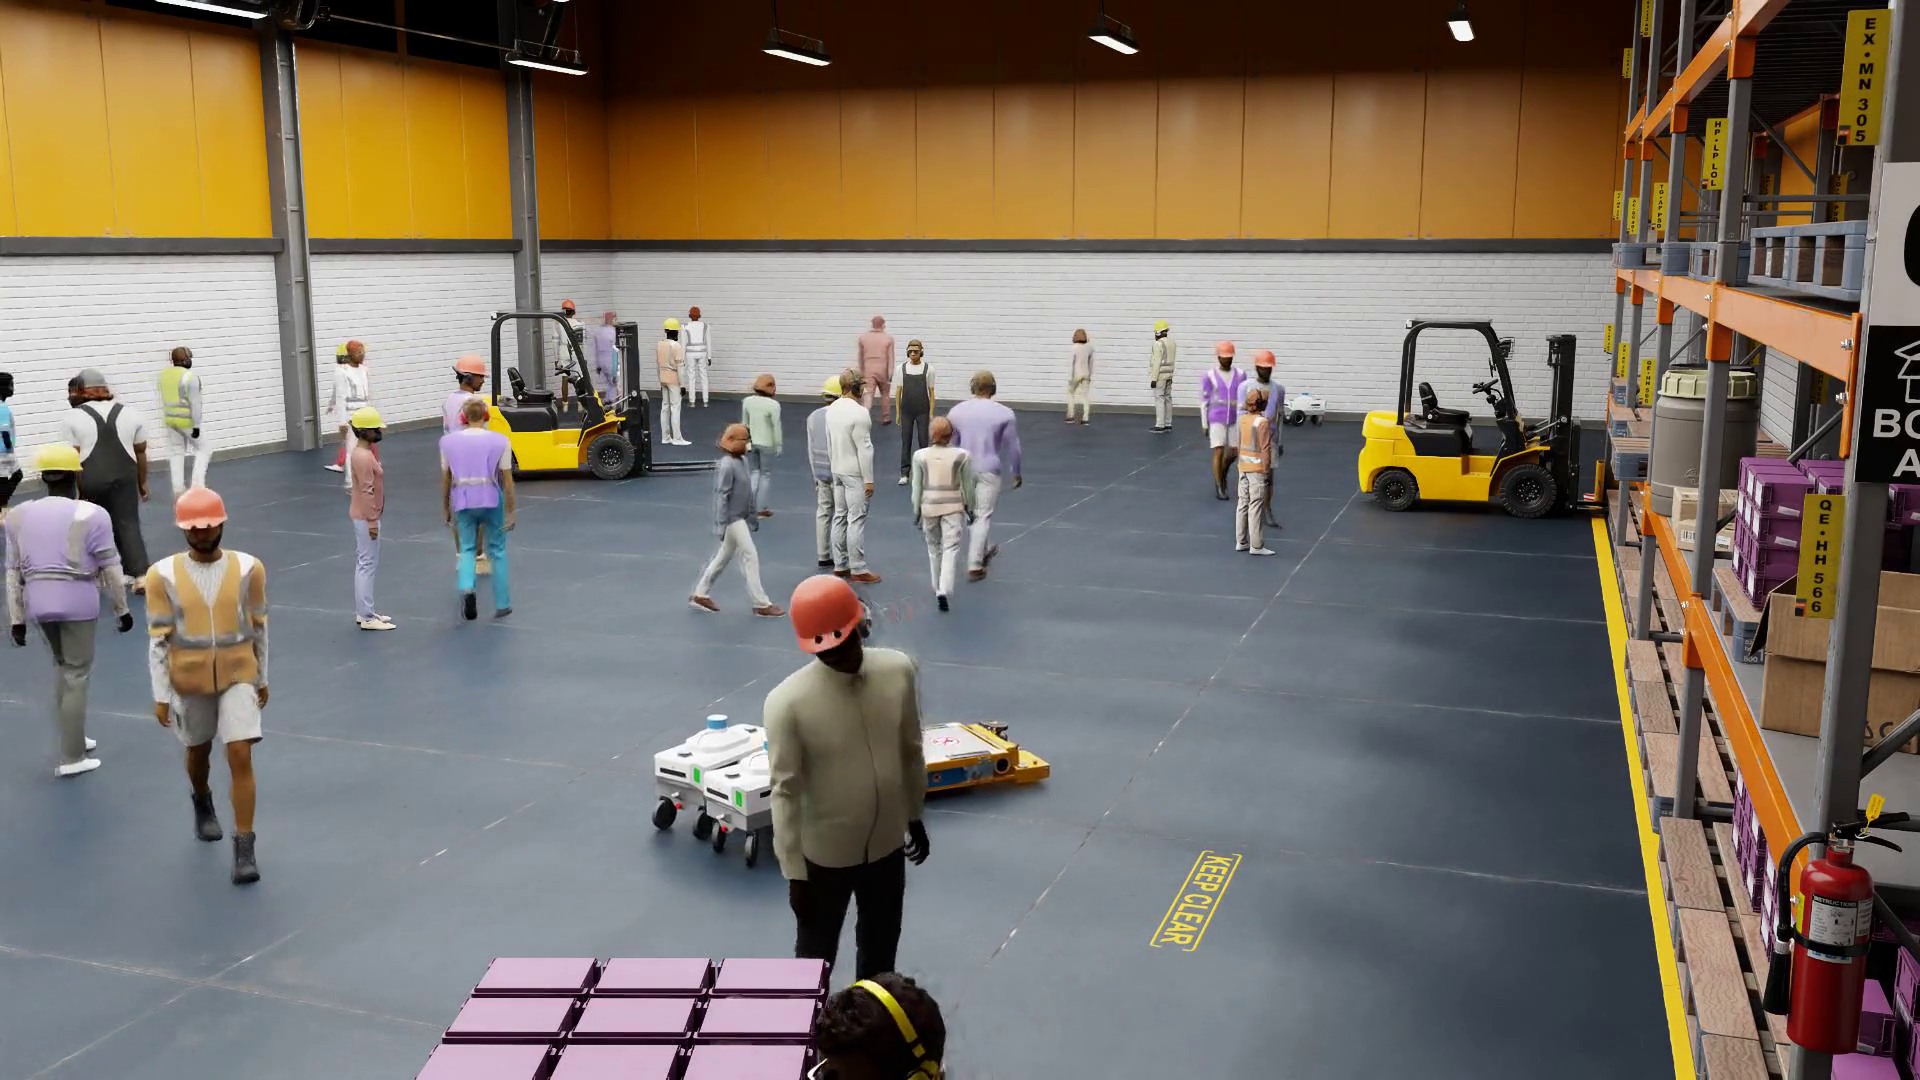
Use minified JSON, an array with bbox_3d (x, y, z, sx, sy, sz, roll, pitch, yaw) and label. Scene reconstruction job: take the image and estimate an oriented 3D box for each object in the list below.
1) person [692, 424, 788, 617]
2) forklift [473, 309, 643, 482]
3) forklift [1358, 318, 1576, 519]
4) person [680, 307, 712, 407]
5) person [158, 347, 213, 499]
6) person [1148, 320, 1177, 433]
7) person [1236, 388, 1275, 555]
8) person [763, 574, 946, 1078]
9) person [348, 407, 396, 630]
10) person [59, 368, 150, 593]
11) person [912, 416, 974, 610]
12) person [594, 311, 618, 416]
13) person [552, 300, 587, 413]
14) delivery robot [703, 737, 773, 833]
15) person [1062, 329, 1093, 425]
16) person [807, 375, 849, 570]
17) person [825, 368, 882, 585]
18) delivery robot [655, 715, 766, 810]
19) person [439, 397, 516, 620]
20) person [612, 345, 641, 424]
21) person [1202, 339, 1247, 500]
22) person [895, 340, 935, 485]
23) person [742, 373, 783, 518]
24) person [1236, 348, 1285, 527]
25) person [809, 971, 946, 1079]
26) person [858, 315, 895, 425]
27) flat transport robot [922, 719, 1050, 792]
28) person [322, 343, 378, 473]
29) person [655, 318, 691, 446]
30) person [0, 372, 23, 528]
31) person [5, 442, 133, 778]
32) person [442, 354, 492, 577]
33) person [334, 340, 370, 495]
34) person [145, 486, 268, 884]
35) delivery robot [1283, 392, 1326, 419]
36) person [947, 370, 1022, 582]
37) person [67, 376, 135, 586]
[{"bbox_3d":[-1.855,-0.168,13.628,0.839,1.593,0.511,2,10,10],"label":"person"},{"bbox_3d":[-5.354,-1.902,21.697,2.313,2.155,1.214,-2,10,-13],"label":"forklift"},{"bbox_3d":[5.787,-1.437,19.079,2.313,2.155,1.214,3,11,19],"label":"forklift"},{"bbox_3d":[-4.944,-3.428,31.167,0.584,1.882,0.337,-4,11,-20],"label":"person"},{"bbox_3d":[-9.268,-1.400,19.931,0.635,1.825,0.511,4,11,21],"label":"person"},{"bbox_3d":[3.258,-2.647,26.922,0.403,1.827,0.601,7,13,36],"label":"person"},{"bbox_3d":[2.888,-0.669,16.318,0.308,1.641,0.511,-4,11,-22],"label":"person"},{"bbox_3d":[-0.338,1.053,5.775,0.726,1.950,0.399,-8,13,-39],"label":"person"},{"bbox_3d":[-4.659,-0.172,13.162,0.320,1.767,0.534,-4,11,-23],"label":"person"},{"bbox_3d":[-7.415,-0.548,14.505,0.697,2.000,0.960,-9,14,-42],"label":"person"},{"bbox_3d":[-0.152,-0.237,13.980,0.518,1.609,0.811,1,10,7],"label":"person"},{"bbox_3d":[-6.046,-3.039,28.963,0.681,1.884,0.448,8,13,38],"label":"person"},{"bbox_3d":[-7.058,-3.322,30.123,0.607,2.044,0.374,-2,10,-9],"label":"person"},{"bbox_3d":[-0.941,1.232,8.400,0.707,0.478,0.477,-10,14,-43],"label":"delivery robot"},{"bbox_3d":[1.988,-2.766,28.208,0.520,1.608,0.681,-5,11,-28],"label":"person"},{"bbox_3d":[-1.140,-0.611,15.455,0.598,1.828,0.404,8,13,38],"label":"person"},{"bbox_3d":[-0.964,-0.571,14.922,0.372,1.940,0.631,-7,12,-35],"label":"person"},{"bbox_3d":[-1.274,1.166,8.773,0.477,0.478,0.707,7,12,33],"label":"delivery robot"},{"bbox_3d":[-3.886,-0.237,13.388,0.617,1.816,0.600,-1,10,-8],"label":"person"},{"bbox_3d":[-5.636,-2.763,28.115,0.511,1.639,0.308,-7,12,-34],"label":"person"},{"bbox_3d":[3.149,-1.448,19.915,0.556,1.919,0.577,-1,10,-8],"label":"person"},{"bbox_3d":[-0.566,-1.607,21.022,0.506,1.846,0.345,1,10,4],"label":"person"},{"bbox_3d":[-2.180,-1.047,18.498,0.519,1.614,0.346,6,12,31],"label":"person"},{"bbox_3d":[3.244,-1.102,17.926,0.551,1.935,0.371,-2,10,-10],"label":"person"},{"bbox_3d":[0.010,1.610,2.938,0.790,1.836,0.545,-8,13,-37],"label":"person"},{"bbox_3d":[-1.402,-2.821,27.806,0.645,1.864,0.967,2,10,9],"label":"person"},{"bbox_3d":[-0.276,1.252,9.352,1.431,0.197,0.652,-5,11,-25],"label":"flat transport robot"},{"bbox_3d":[-8.177,-1.759,22.225,0.538,1.725,0.884,9,14,42],"label":"person"},{"bbox_3d":[-4.362,-2.391,25.203,0.587,1.928,0.363,9,13,41],"label":"person"},{"bbox_3d":[-10.269,-0.956,17.821,0.417,1.672,0.556,-7,12,-35],"label":"person"},{"bbox_3d":[-5.138,0.387,9.636,0.595,1.900,0.742,1,10,5],"label":"person"},{"bbox_3d":[-4.474,-0.682,15.277,0.605,2.036,0.393,9,14,43],"label":"person"},{"bbox_3d":[-7.390,-1.482,20.241,0.518,1.878,0.666,2,10,14],"label":"person"},{"bbox_3d":[-3.672,0.654,8.171,0.546,1.898,0.998,-5,11,-27],"label":"person"},{"bbox_3d":[5.813,-2.262,28.076,0.707,0.478,0.477,-3,11,-18],"label":"delivery robot"},{"bbox_3d":[0.223,-0.614,15.311,0.657,1.874,1.043,4,11,20],"label":"person"},{"bbox_3d":[-7.680,-0.491,14.597,0.630,1.884,0.836,9,14,43],"label":"person"}]
